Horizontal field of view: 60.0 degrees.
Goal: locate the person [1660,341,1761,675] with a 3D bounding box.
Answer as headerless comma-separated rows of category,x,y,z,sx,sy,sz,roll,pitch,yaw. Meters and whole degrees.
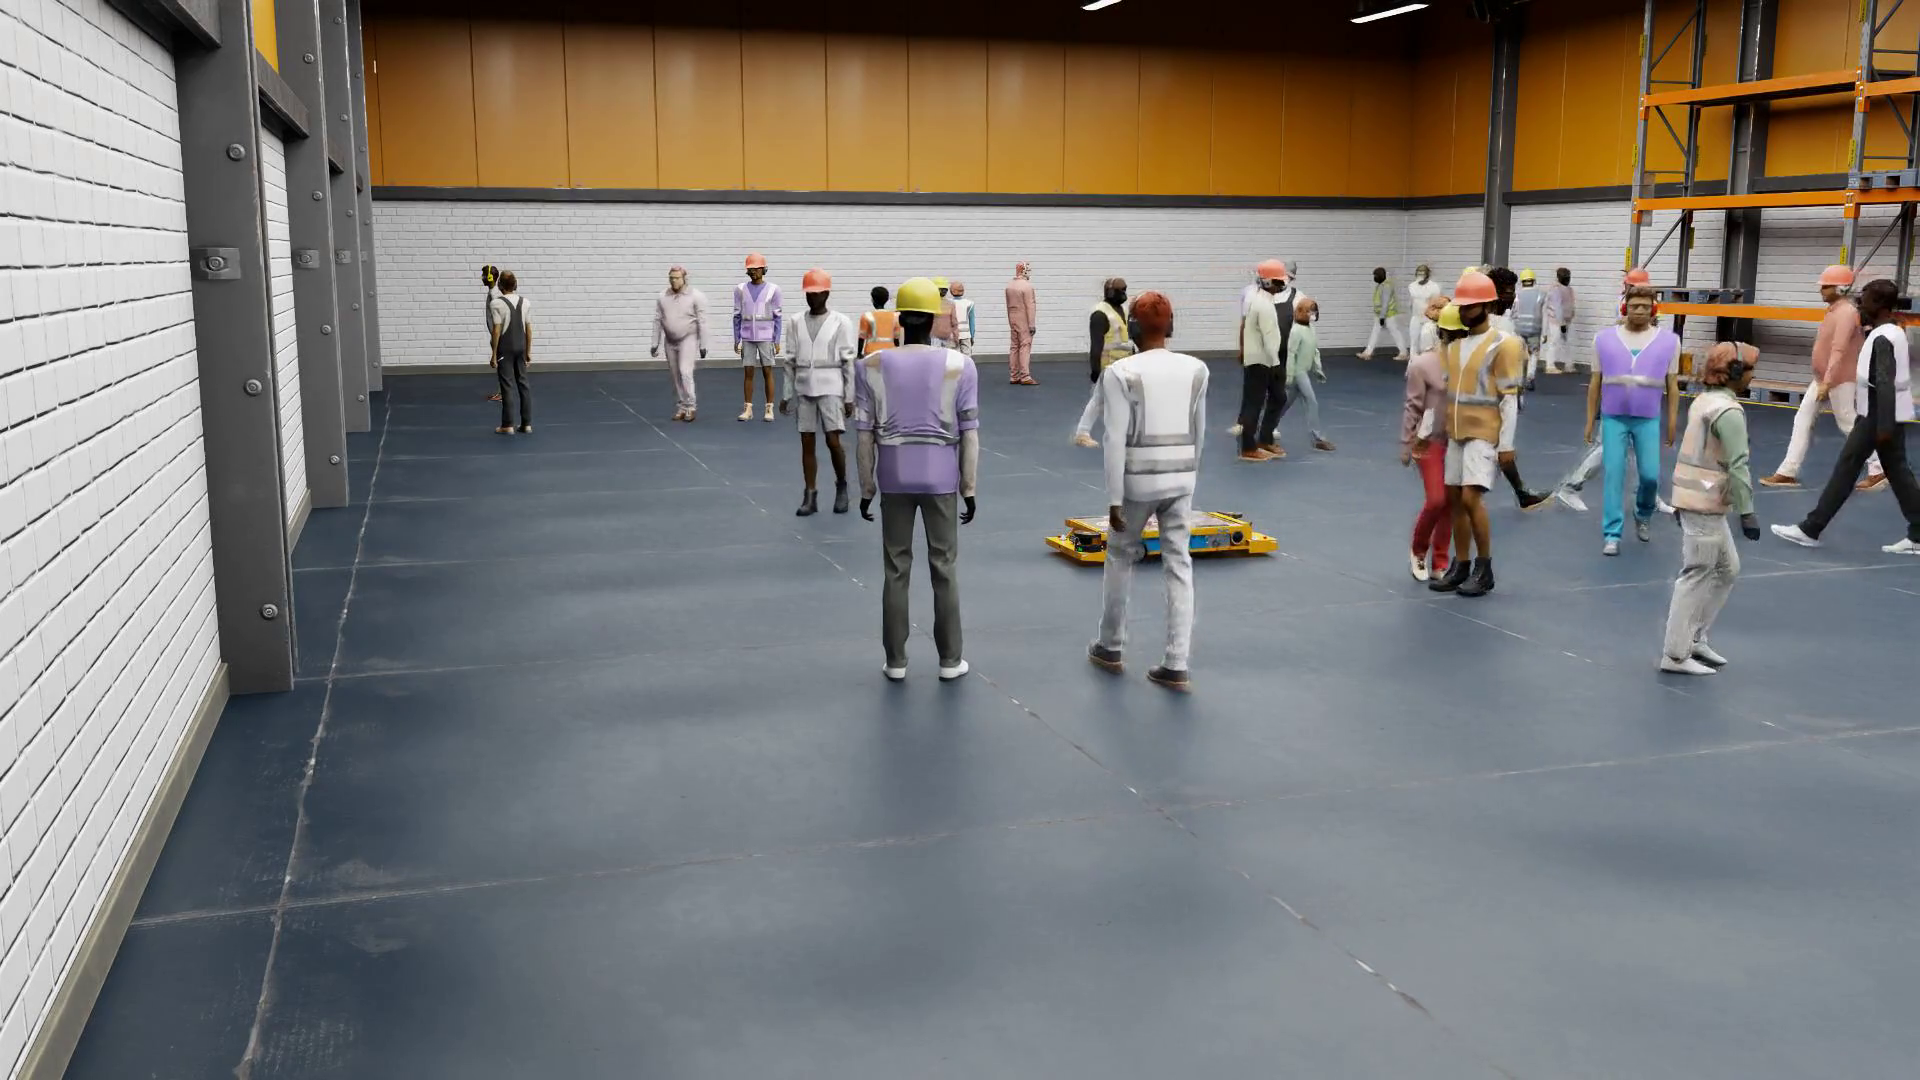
person,3.640,-0.141,8.023,0.476,1.620,0.550,2,10,12

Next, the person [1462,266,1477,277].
person,6.251,-2.370,20.158,0.601,1.892,0.945,-5,11,-29

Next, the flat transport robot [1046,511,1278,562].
flat transport robot,1.366,-0.035,11.305,1.431,0.197,0.652,-3,10,-17

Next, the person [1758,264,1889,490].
person,7.569,-1.392,14.333,1.032,1.955,0.608,1,10,8

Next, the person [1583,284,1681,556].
person,4.575,-0.823,11.355,0.590,1.828,0.643,4,11,22

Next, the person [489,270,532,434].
person,-5.072,-2.113,18.779,0.333,1.844,0.514,9,13,42

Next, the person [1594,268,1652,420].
person,8.048,-2.331,20.013,0.569,1.874,0.837,-5,11,-27

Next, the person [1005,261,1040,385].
person,0.979,-3.348,25.758,0.409,1.909,0.642,-6,12,-32

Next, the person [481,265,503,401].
person,-6.420,-2.849,22.973,0.313,1.869,0.528,-2,10,-10

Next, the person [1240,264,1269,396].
person,4.094,-2.762,22.368,0.648,1.906,0.401,5,11,27

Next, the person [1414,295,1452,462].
person,4.625,-1.564,16.211,0.270,1.632,0.504,8,12,37

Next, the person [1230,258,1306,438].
person,3.421,-2.125,18.286,0.755,2.000,0.540,3,10,14

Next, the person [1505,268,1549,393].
person,8.308,-3.069,24.419,0.613,1.808,0.572,3,10,18

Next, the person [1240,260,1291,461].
person,3.028,-1.737,16.241,0.610,1.969,0.613,2,10,10

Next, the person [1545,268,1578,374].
person,10.139,-3.664,27.938,0.708,1.795,0.599,-9,13,-41

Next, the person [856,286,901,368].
person,-0.913,-2.129,19.403,0.537,1.663,0.830,-6,12,-33

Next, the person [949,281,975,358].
person,-0.031,-2.858,23.689,0.514,1.640,0.310,-3,10,-16

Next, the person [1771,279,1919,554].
person,6.218,-0.843,11.385,1.020,1.856,0.608,7,12,34

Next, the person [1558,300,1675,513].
person,5.193,-1.053,13.066,0.880,1.705,0.495,4,10,21

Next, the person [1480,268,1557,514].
person,4.281,-1.167,13.082,0.969,1.914,0.630,8,13,39

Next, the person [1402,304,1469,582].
person,2.989,-0.580,10.177,0.522,1.753,0.367,-2,10,-12

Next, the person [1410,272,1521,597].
person,3.032,-0.628,9.945,0.428,1.927,0.567,-5,11,-25

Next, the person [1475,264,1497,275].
person,4.799,-1.582,15.439,0.352,1.937,0.635,3,10,15

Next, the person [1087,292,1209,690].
person,0.891,-0.249,7.971,0.589,1.852,0.840,-3,10,-19

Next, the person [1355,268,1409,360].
person,8.072,-4.268,31.525,1.041,1.761,0.629,-1,10,-4

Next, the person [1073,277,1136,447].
person,1.580,-1.828,17.293,0.965,1.795,0.636,5,11,27

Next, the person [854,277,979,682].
person,-0.205,-0.279,7.925,0.589,1.927,0.387,1,10,3

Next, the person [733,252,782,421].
person,-2.461,-2.455,20.189,0.608,2.044,0.370,1,10,7

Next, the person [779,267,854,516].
person,-1.120,-1.154,12.977,0.563,1.933,0.404,3,10,17

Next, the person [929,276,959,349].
person,-0.313,-2.819,23.222,0.531,1.735,0.860,-6,11,-31

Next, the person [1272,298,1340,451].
person,3.511,-1.717,17.272,0.876,1.583,0.499,5,11,27

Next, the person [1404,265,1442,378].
person,7.641,-3.578,27.279,0.638,1.858,1.101,9,13,41

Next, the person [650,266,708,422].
person,-3.424,-2.368,20.160,0.666,1.887,0.632,4,11,21
